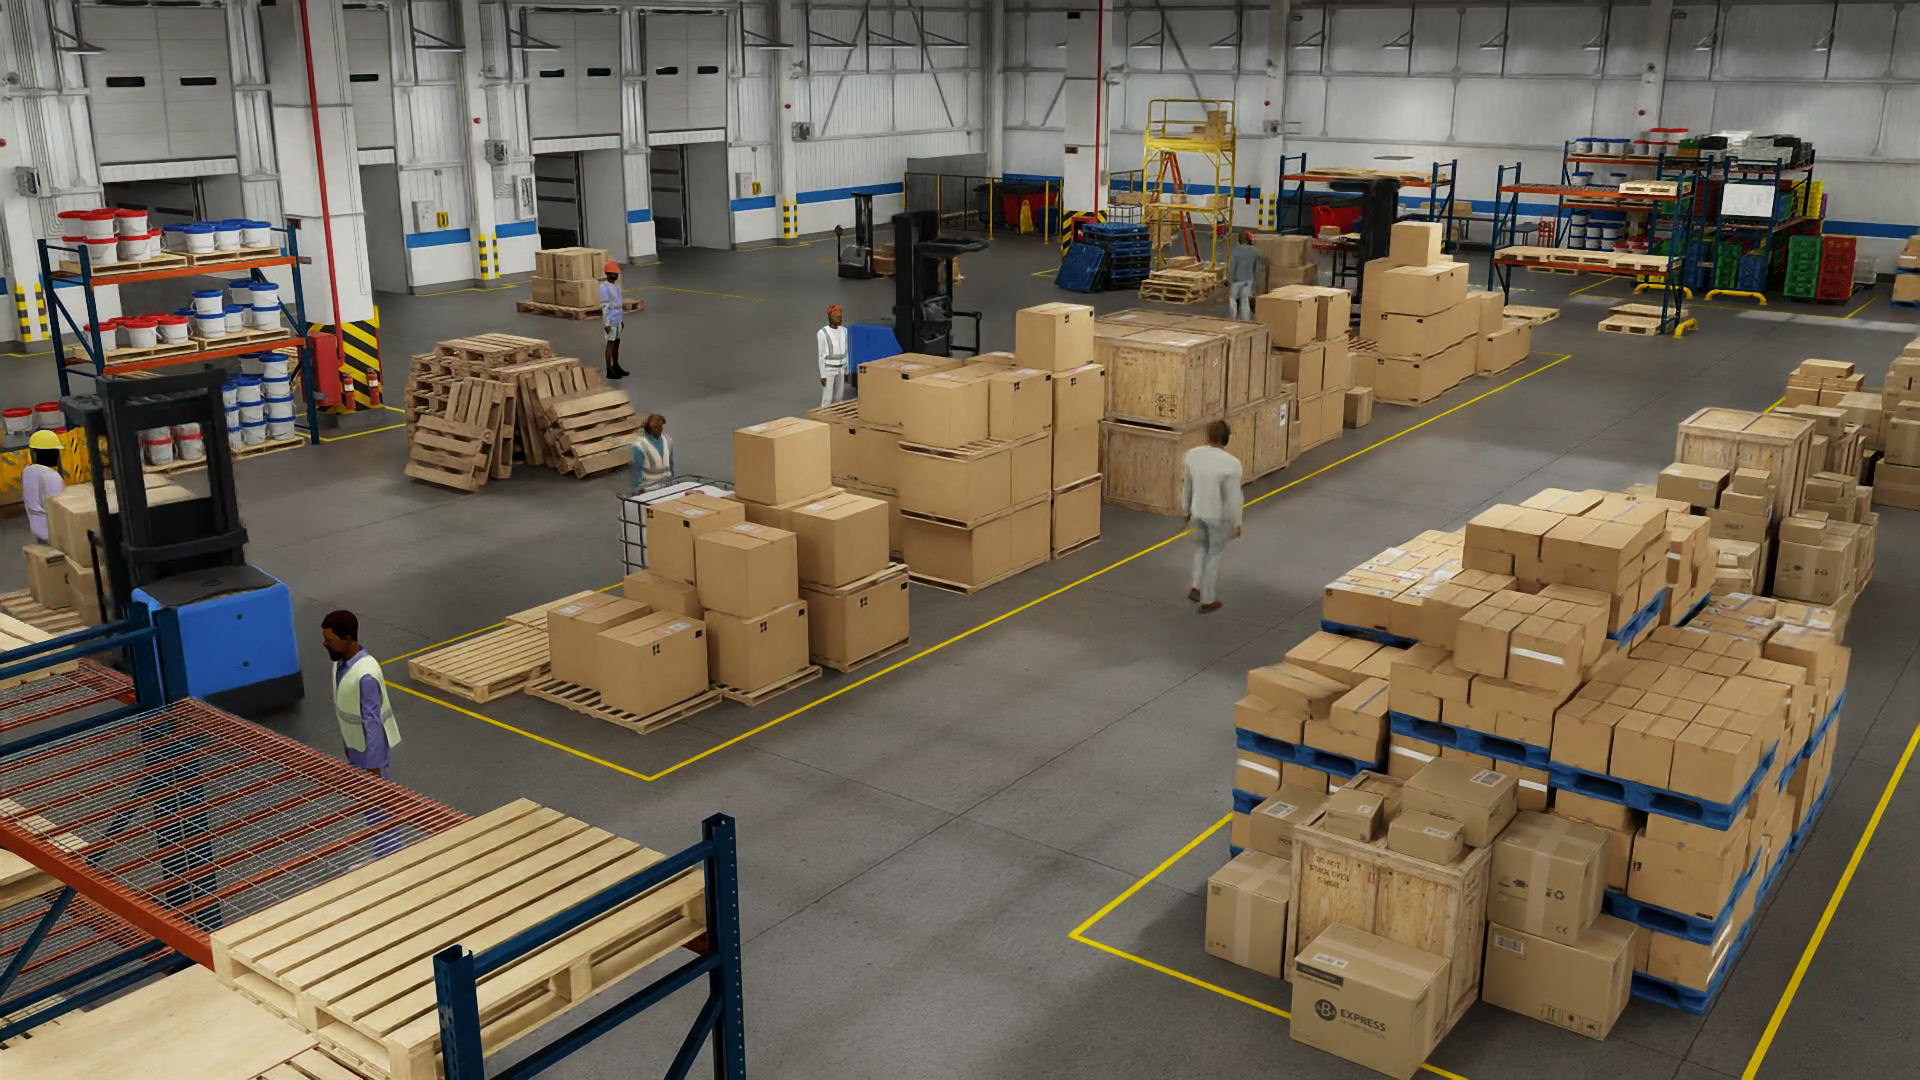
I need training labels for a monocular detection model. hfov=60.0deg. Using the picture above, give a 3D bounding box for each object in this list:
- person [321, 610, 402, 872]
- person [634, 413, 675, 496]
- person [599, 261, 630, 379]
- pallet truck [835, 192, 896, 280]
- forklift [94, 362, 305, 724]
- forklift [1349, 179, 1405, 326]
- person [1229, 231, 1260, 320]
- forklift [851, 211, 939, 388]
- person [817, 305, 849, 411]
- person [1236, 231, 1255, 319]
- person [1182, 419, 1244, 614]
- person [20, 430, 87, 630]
[{"bbox_3d":[-3.903,1.358,10.945,0.392,1.908,0.595,-12,21,-34],"label":"person"},{"bbox_3d":[-3.319,-0.590,17.887,0.629,1.621,0.523,13,21,36],"label":"person"},{"bbox_3d":[-5.692,-3.630,27.398,0.358,1.936,0.552,4,17,14],"label":"person"},{"bbox_3d":[-1.936,-7.159,38.982,1.885,1.965,0.823,-12,21,-34],"label":"pallet truck"},{"bbox_3d":[-6.508,-0.051,13.943,1.129,2.768,1.873,-15,22,-40],"label":"forklift"},{"bbox_3d":[8.178,-5.518,32.046,1.873,2.768,1.129,7,18,22],"label":"forklift"},{"bbox_3d":[5.382,-4.936,31.787,0.647,1.893,0.721,-4,17,-14],"label":"person"},{"bbox_3d":[-0.696,-3.733,26.136,1.873,2.768,1.129,9,19,27],"label":"forklift"},{"bbox_3d":[-1.765,-2.351,23.277,0.351,1.878,0.568,14,21,38],"label":"person"},{"bbox_3d":[5.485,-4.965,31.880,0.813,1.914,0.563,6,18,18],"label":"person"},{"bbox_3d":[2.473,-0.231,16.160,0.660,1.924,0.444,16,23,42],"label":"person"},{"bbox_3d":[-8.556,-0.091,15.709,0.586,1.921,0.383,11,20,32],"label":"person"}]
